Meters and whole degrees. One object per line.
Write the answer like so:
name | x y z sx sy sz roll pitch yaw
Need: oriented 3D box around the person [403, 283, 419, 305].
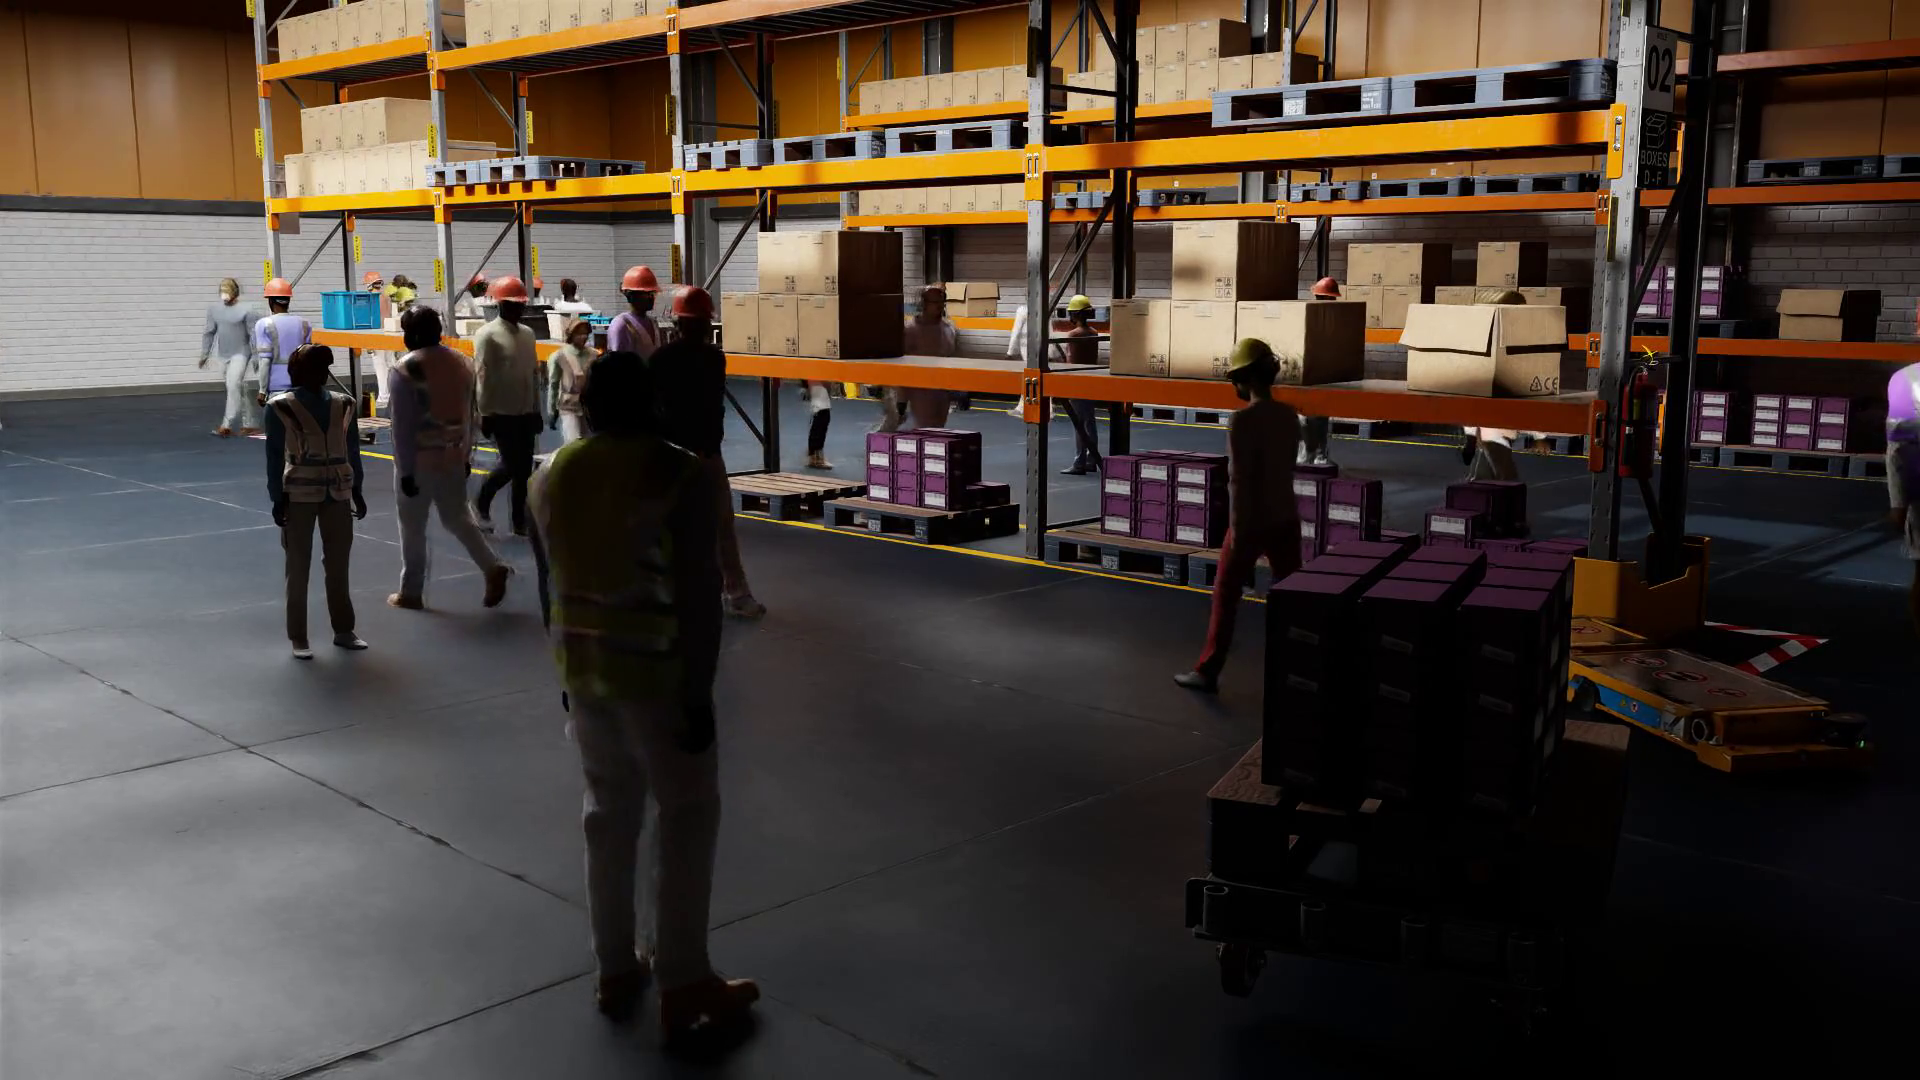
person | -8.271 -2.964 25.103 1.005 1.805 0.520 5 10 28

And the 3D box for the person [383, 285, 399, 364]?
person | -8.457 -2.906 24.830 0.596 1.774 0.930 -9 13 -43

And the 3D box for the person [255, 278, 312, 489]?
person | -6.203 -1.424 15.260 0.360 1.935 0.552 6 11 34

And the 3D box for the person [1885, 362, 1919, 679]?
person | 4.723 -0.224 7.971 0.565 1.906 0.444 2 9 10

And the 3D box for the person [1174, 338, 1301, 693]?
person | 1.423 -0.075 7.707 0.552 1.710 0.894 -8 12 -41

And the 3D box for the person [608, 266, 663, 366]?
person | -2.417 -1.060 12.703 0.376 2.041 0.615 3 10 16

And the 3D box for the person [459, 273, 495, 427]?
person | -6.014 -2.370 20.967 0.621 1.962 1.045 -6 11 -34

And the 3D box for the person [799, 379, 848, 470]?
person | -1.348 -1.537 16.723 0.576 1.673 0.529 5 11 29

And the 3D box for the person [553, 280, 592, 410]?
person | -5.349 -2.638 22.930 0.627 1.860 1.026 -8 12 -42

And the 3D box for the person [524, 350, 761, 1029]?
person | -0.888 0.389 4.566 0.680 1.803 0.466 5 11 28

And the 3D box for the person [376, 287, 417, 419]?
person | -6.985 -2.282 20.973 0.888 1.784 0.602 4 10 25

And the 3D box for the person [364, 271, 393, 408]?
person | -8.450 -2.905 24.175 0.392 1.991 0.613 1 9 9

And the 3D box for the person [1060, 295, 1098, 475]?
person | 1.175 -1.526 16.408 0.316 1.767 0.535 6 11 33

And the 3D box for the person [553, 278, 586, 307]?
person | -6.628 -3.507 28.236 0.606 1.867 0.428 -6 11 -34

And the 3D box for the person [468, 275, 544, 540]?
person | -3.364 -0.971 12.371 0.498 1.977 0.613 4 10 25

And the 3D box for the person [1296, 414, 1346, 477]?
person | 2.824 -0.963 13.101 0.659 1.721 0.487 7 12 38

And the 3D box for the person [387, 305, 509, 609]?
person | -3.061 -0.466 9.757 0.782 1.822 0.630 6 11 33

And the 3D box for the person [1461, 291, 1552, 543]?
person | 3.670 -0.734 11.230 0.995 1.875 0.590 9 13 44

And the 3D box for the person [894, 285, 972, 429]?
person | -0.215 -1.267 14.483 0.603 1.883 0.641 9 13 44

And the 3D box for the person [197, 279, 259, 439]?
person | -8.729 -2.145 19.789 0.646 1.892 0.979 3 10 17

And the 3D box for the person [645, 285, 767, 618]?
person | -1.604 -0.524 9.782 1.043 1.934 0.631 9 13 42

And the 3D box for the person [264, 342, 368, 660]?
person | -3.370 -0.211 8.720 0.306 1.645 0.522 8 13 42

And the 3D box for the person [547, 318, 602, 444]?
person | -3.148 -1.049 13.964 0.537 1.597 0.824 -9 13 -43

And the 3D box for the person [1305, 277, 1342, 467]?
person | 3.649 -1.661 16.715 0.552 1.935 0.374 -8 12 -42

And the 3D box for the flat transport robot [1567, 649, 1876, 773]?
flat transport robot | 3.212 0.708 7.286 0.652 0.197 1.431 -2 9 -11

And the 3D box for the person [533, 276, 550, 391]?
person | -7.003 -3.401 27.470 0.583 1.903 0.735 -6 11 -31

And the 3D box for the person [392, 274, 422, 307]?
person | -8.826 -3.238 26.374 0.637 1.938 0.355 -8 12 -41

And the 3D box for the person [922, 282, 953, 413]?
person | -0.313 -2.699 23.370 0.429 1.843 0.633 -3 10 -16

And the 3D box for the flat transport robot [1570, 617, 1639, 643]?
flat transport robot | 2.746 0.553 8.233 1.431 0.197 0.652 -2 9 -11

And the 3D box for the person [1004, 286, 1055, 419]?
person | 0.988 -2.505 22.243 0.592 1.840 1.006 -8 12 -41

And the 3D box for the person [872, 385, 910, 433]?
person | -0.761 -1.642 17.540 0.460 1.622 0.522 7 11 35
